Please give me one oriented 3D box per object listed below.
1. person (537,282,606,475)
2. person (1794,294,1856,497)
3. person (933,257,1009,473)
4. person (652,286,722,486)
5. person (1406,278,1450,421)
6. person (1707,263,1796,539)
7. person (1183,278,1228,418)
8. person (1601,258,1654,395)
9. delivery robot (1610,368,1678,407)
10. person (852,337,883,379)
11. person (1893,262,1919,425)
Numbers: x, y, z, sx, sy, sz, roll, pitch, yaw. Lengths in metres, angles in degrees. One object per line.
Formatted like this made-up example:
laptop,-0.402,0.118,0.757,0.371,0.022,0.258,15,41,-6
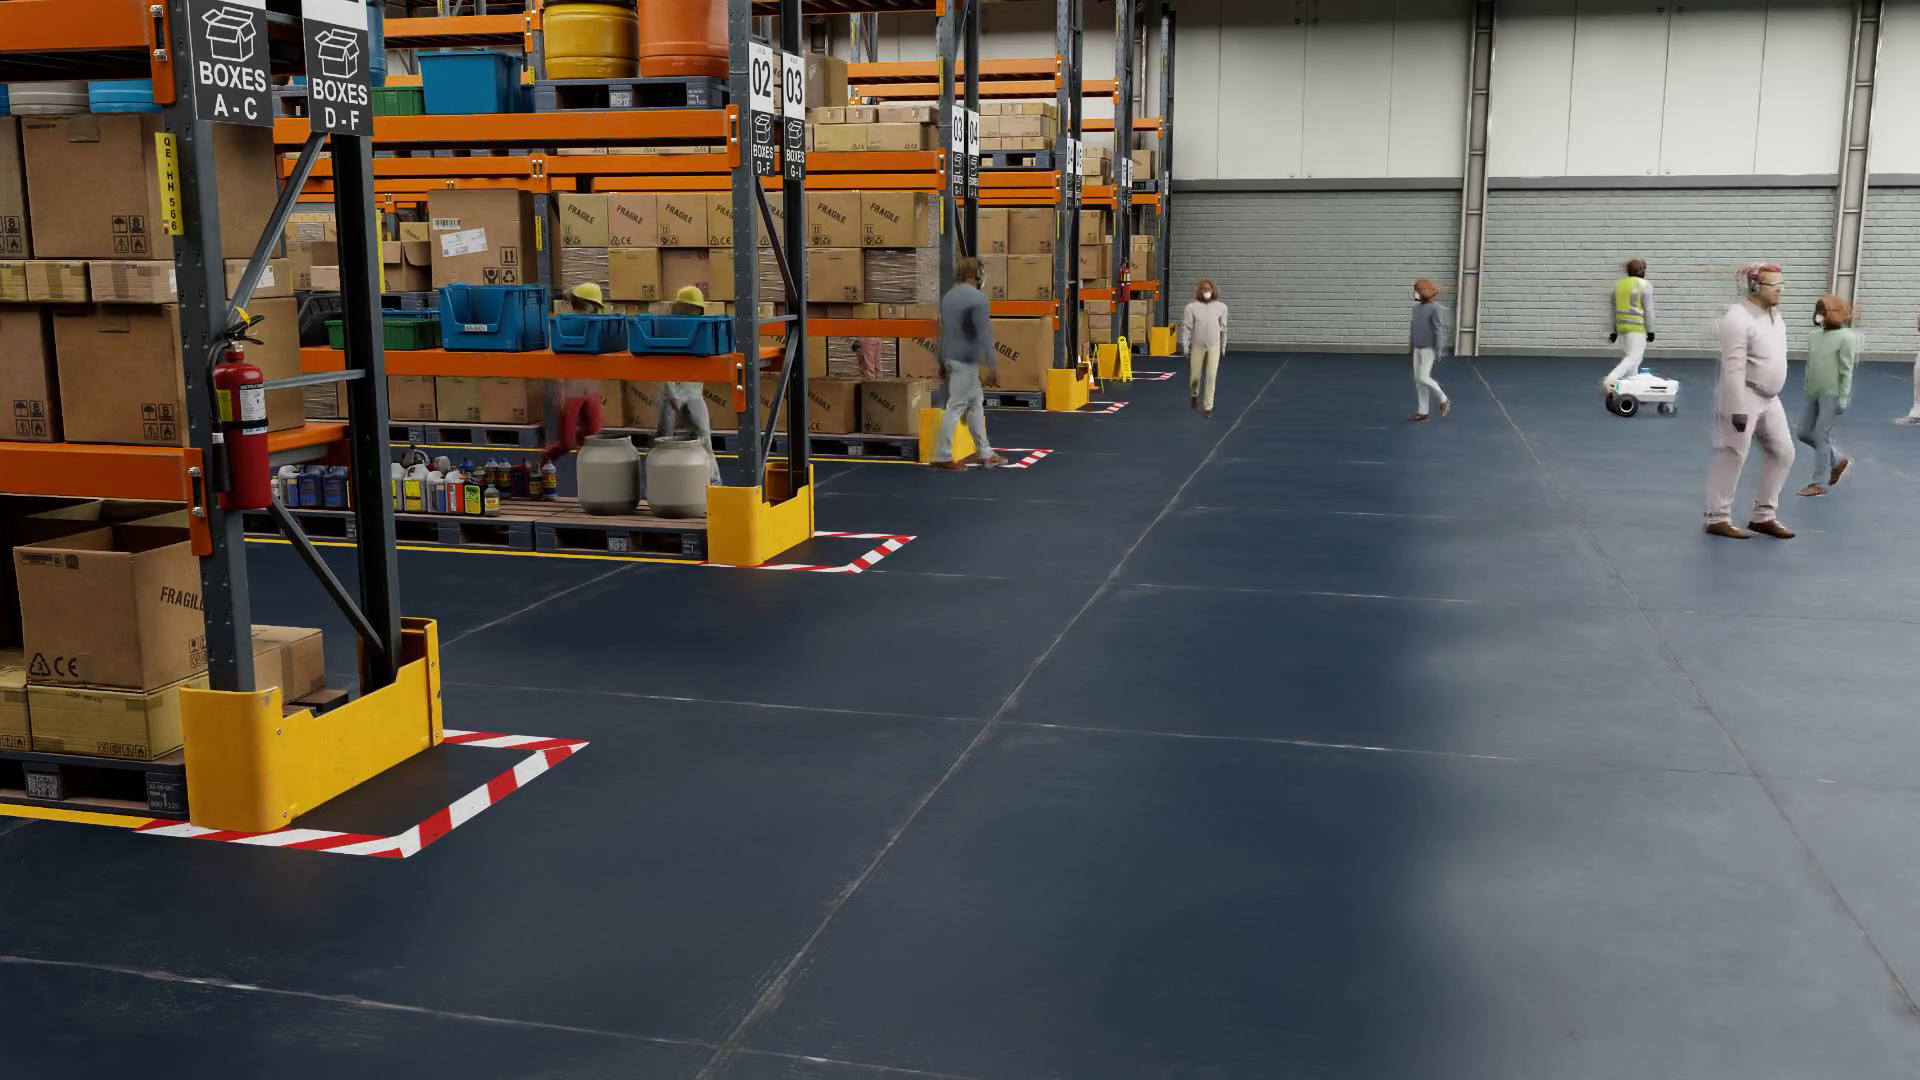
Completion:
person,-2.984,-1.118,12.806,0.672,1.722,0.530,8,13,37
person,6.951,-1.149,13.276,0.497,1.620,0.508,-2,10,-12
person,0.114,-1.540,14.682,0.874,1.881,0.725,-5,11,-27
person,-2.122,-1.112,12.872,0.499,1.684,0.941,-10,14,-44
person,5.281,-2.140,18.798,0.416,1.614,0.503,-3,11,-18
person,5.458,-0.926,11.293,0.668,1.883,0.664,-7,13,-35
person,2.840,-2.236,19.311,0.503,1.617,0.569,0,10,1
person,8.603,-2.715,21.405,0.788,1.814,0.623,-3,11,-18
delivery robot,7.955,-1.760,19.345,0.707,0.478,0.477,1,10,8
person,-1.103,-2.370,19.241,0.400,1.910,0.643,3,11,18
person,10.732,-2.207,18.173,0.688,1.968,0.618,4,11,21
